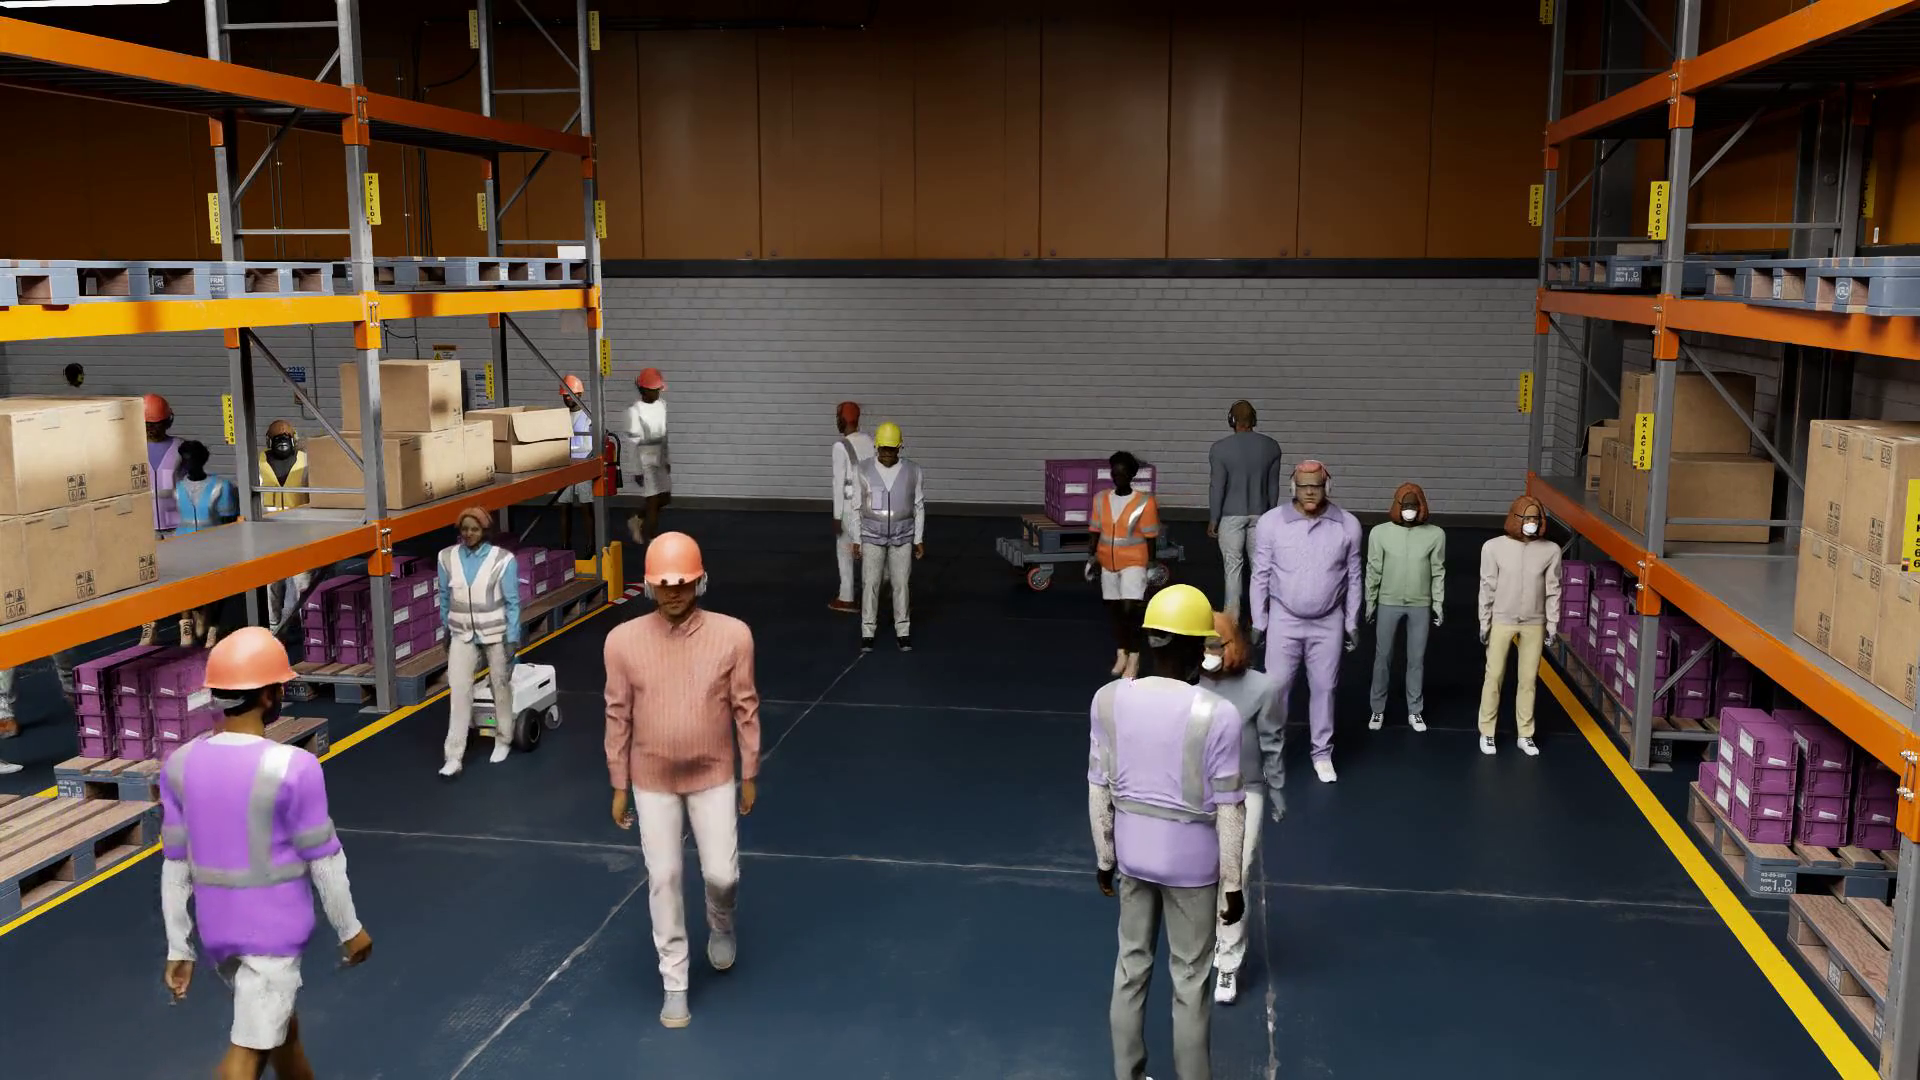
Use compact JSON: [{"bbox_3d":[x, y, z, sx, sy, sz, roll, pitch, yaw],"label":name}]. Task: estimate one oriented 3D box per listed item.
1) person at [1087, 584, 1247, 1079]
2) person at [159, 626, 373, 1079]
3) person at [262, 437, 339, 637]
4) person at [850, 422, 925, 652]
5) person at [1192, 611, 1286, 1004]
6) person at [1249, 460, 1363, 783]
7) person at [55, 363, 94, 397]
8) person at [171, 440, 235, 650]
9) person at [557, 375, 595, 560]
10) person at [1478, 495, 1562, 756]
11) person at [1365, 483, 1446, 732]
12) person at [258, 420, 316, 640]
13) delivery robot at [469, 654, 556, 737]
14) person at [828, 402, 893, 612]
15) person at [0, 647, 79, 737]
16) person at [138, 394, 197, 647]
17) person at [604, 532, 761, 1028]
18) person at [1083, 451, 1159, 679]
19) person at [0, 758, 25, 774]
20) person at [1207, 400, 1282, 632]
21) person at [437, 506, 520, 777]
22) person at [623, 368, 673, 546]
[{"bbox_3d":[0.727,1.108,5.784,0.585,1.921,0.383,7,11,35],"label":"person"},{"bbox_3d":[-2.204,1.215,5.254,0.546,1.888,1.012,3,10,20],"label":"person"},{"bbox_3d":[-5.419,-0.069,13.707,0.769,1.705,0.545,-3,10,-20],"label":"person"},{"bbox_3d":[-0.566,-0.024,13.067,0.589,1.822,0.403,-1,9,-7],"label":"person"},{"bbox_3d":[1.076,1.081,6.924,0.517,1.591,0.747,4,10,23],"label":"person"},{"bbox_3d":[2.017,0.478,9.714,0.651,1.906,0.403,1,9,6],"label":"person"},{"bbox_3d":[-10.950,-1.267,20.641,0.521,1.855,0.560,1,9,8],"label":"person"},{"bbox_3d":[-5.975,0.036,13.149,0.513,1.678,0.435,-2,9,-10],"label":"person"},{"bbox_3d":[-3.912,-0.702,16.892,0.545,1.938,0.361,1,9,3],"label":"person"},{"bbox_3d":[3.447,0.529,10.275,0.500,1.629,0.272,1,9,3],"label":"person"},{"bbox_3d":[2.888,0.437,10.808,0.508,1.631,0.264,1,9,7],"label":"person"},{"bbox_3d":[-5.298,-0.027,13.075,0.619,1.836,0.430,-3,10,-20],"label":"person"},{"bbox_3d":[-2.850,0.965,10.576,0.477,0.478,0.707,2,9,10],"label":"delivery robot"},{"bbox_3d":[-0.862,-0.278,14.511,0.616,1.865,0.608,6,11,34],"label":"person"},{"bbox_3d":[-6.109,0.285,10.930,0.565,1.908,0.842,7,11,36],"label":"person"},{"bbox_3d":[-6.272,-0.131,13.082,0.608,2.033,0.404,-3,10,-15],"label":"person"},{"bbox_3d":[-1.114,0.928,6.708,0.619,1.981,0.554,-1,9,-6],"label":"person"},{"bbox_3d":[1.164,0.190,12.152,0.534,1.679,0.559,7,11,35],"label":"person"},{"bbox_3d":[-5.745,0.483,9.658,0.402,1.919,0.586,1,9,7],"label":"person"},{"bbox_3d":[2.330,-0.184,13.718,0.628,1.933,0.378,-2,10,-15],"label":"person"},{"bbox_3d":[-2.867,0.597,9.884,0.534,1.605,0.730,1,9,4],"label":"person"},{"bbox_3d":[-3.276,-0.808,17.360,0.685,1.998,0.680,4,10,25],"label":"person"}]
